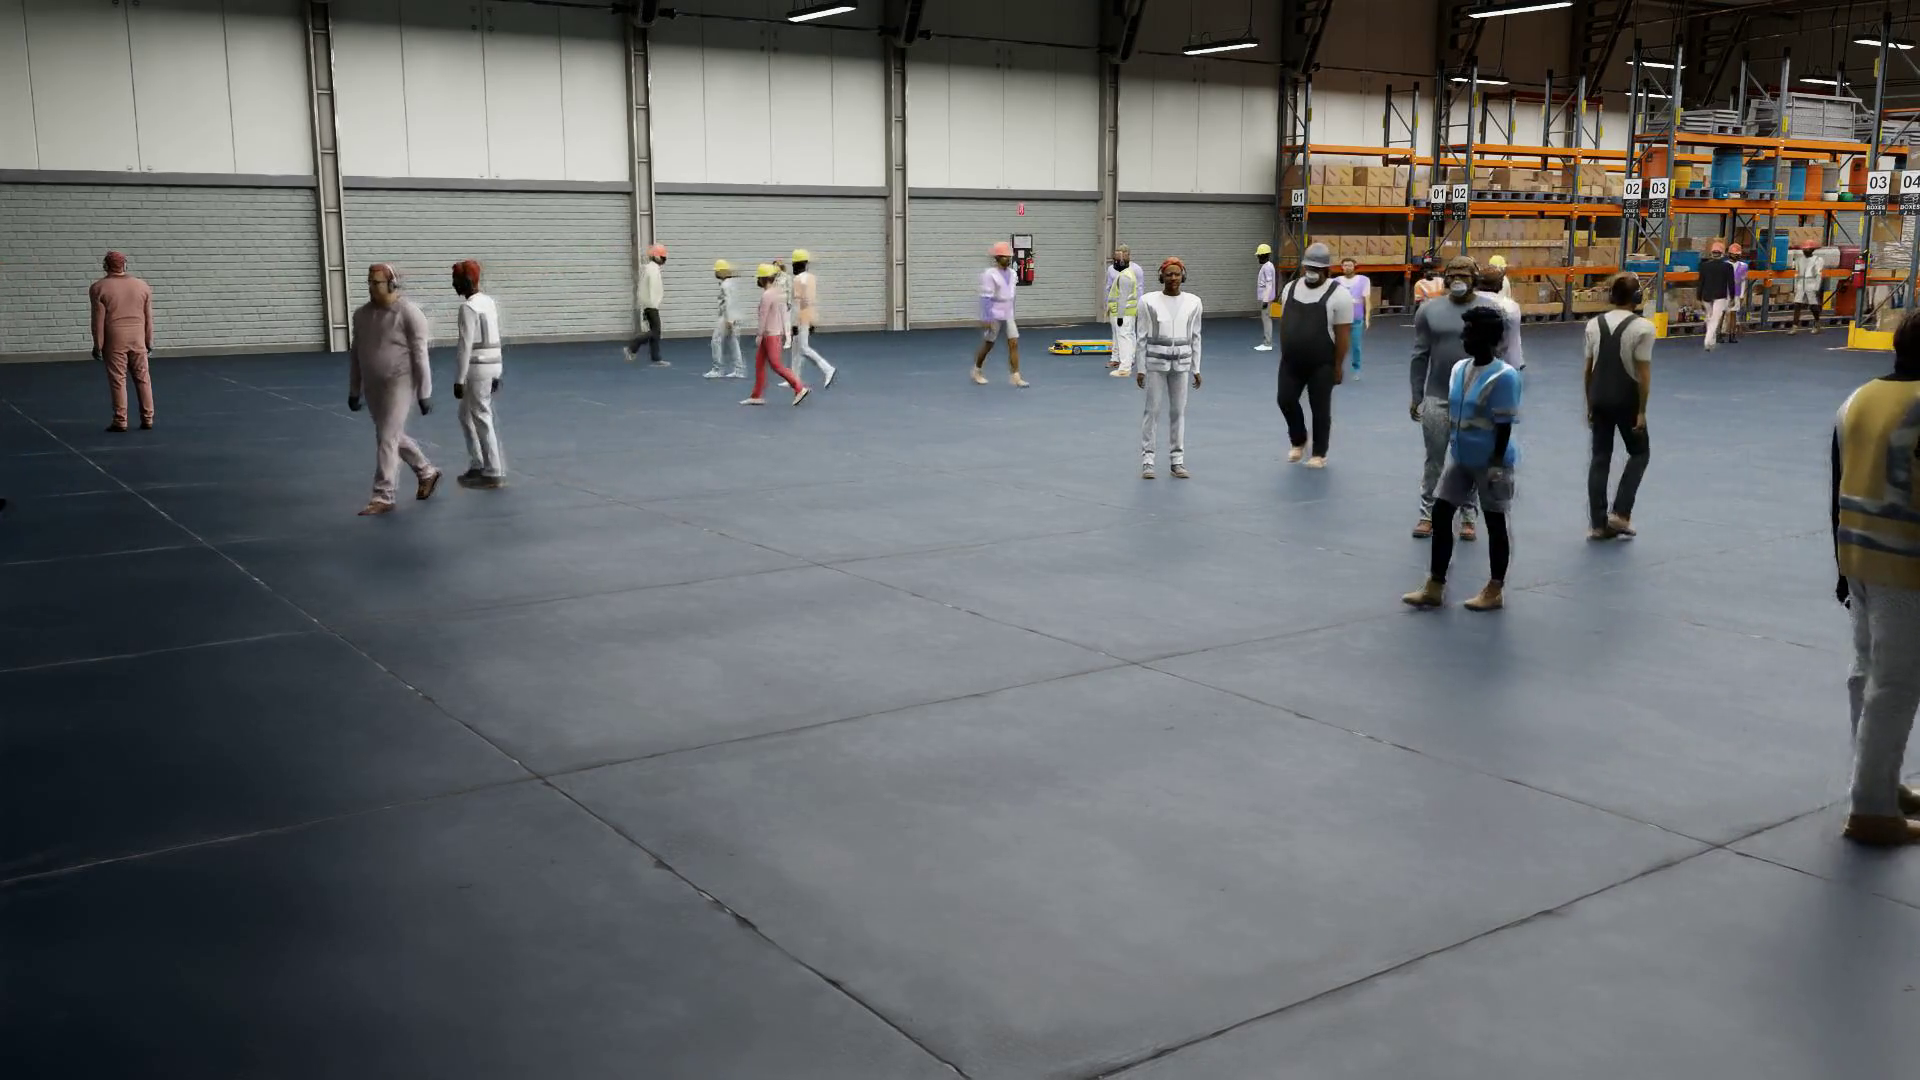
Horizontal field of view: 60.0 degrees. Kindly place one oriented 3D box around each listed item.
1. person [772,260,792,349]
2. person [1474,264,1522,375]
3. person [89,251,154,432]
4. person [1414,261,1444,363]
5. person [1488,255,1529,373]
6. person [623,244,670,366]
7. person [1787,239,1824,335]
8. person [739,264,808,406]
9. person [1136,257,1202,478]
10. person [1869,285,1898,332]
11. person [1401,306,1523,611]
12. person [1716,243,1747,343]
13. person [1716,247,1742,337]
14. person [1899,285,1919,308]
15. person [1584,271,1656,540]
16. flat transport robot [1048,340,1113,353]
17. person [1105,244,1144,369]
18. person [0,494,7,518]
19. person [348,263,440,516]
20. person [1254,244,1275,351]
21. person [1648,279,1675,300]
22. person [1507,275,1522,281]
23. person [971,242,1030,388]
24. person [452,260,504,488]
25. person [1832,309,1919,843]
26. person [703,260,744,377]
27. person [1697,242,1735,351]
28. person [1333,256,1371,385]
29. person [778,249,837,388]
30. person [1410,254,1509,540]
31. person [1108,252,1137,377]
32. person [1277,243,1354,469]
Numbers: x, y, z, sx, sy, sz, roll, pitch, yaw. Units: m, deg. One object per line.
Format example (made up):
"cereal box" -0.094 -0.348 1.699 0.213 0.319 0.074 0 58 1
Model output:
"person" -3.311 -4.351 30.713 0.522 1.638 0.310 7 12 34
"person" 4.487 -1.447 14.279 0.643 1.823 0.491 7 12 34
"person" -8.887 -2.100 17.638 0.407 1.910 0.638 8 13 38
"person" 7.672 -3.687 27.020 0.670 1.663 0.321 -4 11 -20
"person" 8.048 -3.344 24.801 0.953 1.793 0.583 4 11 22
"person" -4.936 -3.709 26.348 0.711 1.958 0.625 -2 11 -13
"person" 17.762 -5.294 34.841 0.862 2.019 0.640 -7 13 -35
"person" -2.274 -2.499 20.300 0.830 1.735 0.530 0 10 0
"person" 1.781 -1.462 14.209 0.572 1.883 0.355 -1 10 -7
"person" 18.168 -4.712 32.771 0.544 1.606 0.659 9 14 42
"person" 2.732 -0.423 9.048 0.683 1.671 0.552 -5 11 -24
"person" 14.947 -4.775 32.259 0.541 1.930 0.386 2 10 10
"person" 15.763 -5.062 34.013 0.530 1.858 0.543 -5 11 -25
"person" 19.196 -4.984 33.404 0.629 1.932 0.373 5 11 25
"person" 4.476 -0.904 11.293 0.486 1.824 0.523 -9 14 -41
"flat transport robot" 2.319 -3.416 29.340 1.431 0.197 0.652 -1 10 -7
"person" 2.564 -3.643 26.017 0.629 1.936 0.372 7 13 35
"person" -7.213 -1.020 11.709 0.850 1.913 0.567 5 12 26
"person" -4.306 -1.167 12.642 0.643 1.879 0.934 5 11 26
"person" 5.517 -4.392 30.153 0.384 1.922 0.593 1 10 7
"person" 15.563 -5.473 36.974 0.849 1.584 0.528 -6 12 -29
"person" 13.811 -6.324 41.620 0.769 1.602 0.507 -7 13 -35
"person" 0.522 -3.106 22.932 0.627 1.999 1.047 -9 14 -40
"person" -4.032 -1.352 13.634 0.589 1.865 0.623 1 10 3
"person" 3.249 0.115 5.714 0.432 1.843 0.628 0 10 -2
"person" -3.503 -3.218 24.286 0.724 1.717 0.512 -1 10 -4
"person" 13.683 -4.410 30.162 0.979 1.962 0.608 -9 14 -42
"person" 5.514 -3.114 23.504 0.585 1.803 0.961 4 11 19
"person" -2.088 -3.015 22.676 0.807 1.900 0.594 2 11 12
"person" 3.377 -0.964 11.326 0.635 1.937 0.352 4 11 23
"person" 2.397 -3.334 24.610 0.428 1.836 0.627 2 11 11
"person" 3.110 -1.639 14.743 0.709 2.000 0.544 8 13 37
